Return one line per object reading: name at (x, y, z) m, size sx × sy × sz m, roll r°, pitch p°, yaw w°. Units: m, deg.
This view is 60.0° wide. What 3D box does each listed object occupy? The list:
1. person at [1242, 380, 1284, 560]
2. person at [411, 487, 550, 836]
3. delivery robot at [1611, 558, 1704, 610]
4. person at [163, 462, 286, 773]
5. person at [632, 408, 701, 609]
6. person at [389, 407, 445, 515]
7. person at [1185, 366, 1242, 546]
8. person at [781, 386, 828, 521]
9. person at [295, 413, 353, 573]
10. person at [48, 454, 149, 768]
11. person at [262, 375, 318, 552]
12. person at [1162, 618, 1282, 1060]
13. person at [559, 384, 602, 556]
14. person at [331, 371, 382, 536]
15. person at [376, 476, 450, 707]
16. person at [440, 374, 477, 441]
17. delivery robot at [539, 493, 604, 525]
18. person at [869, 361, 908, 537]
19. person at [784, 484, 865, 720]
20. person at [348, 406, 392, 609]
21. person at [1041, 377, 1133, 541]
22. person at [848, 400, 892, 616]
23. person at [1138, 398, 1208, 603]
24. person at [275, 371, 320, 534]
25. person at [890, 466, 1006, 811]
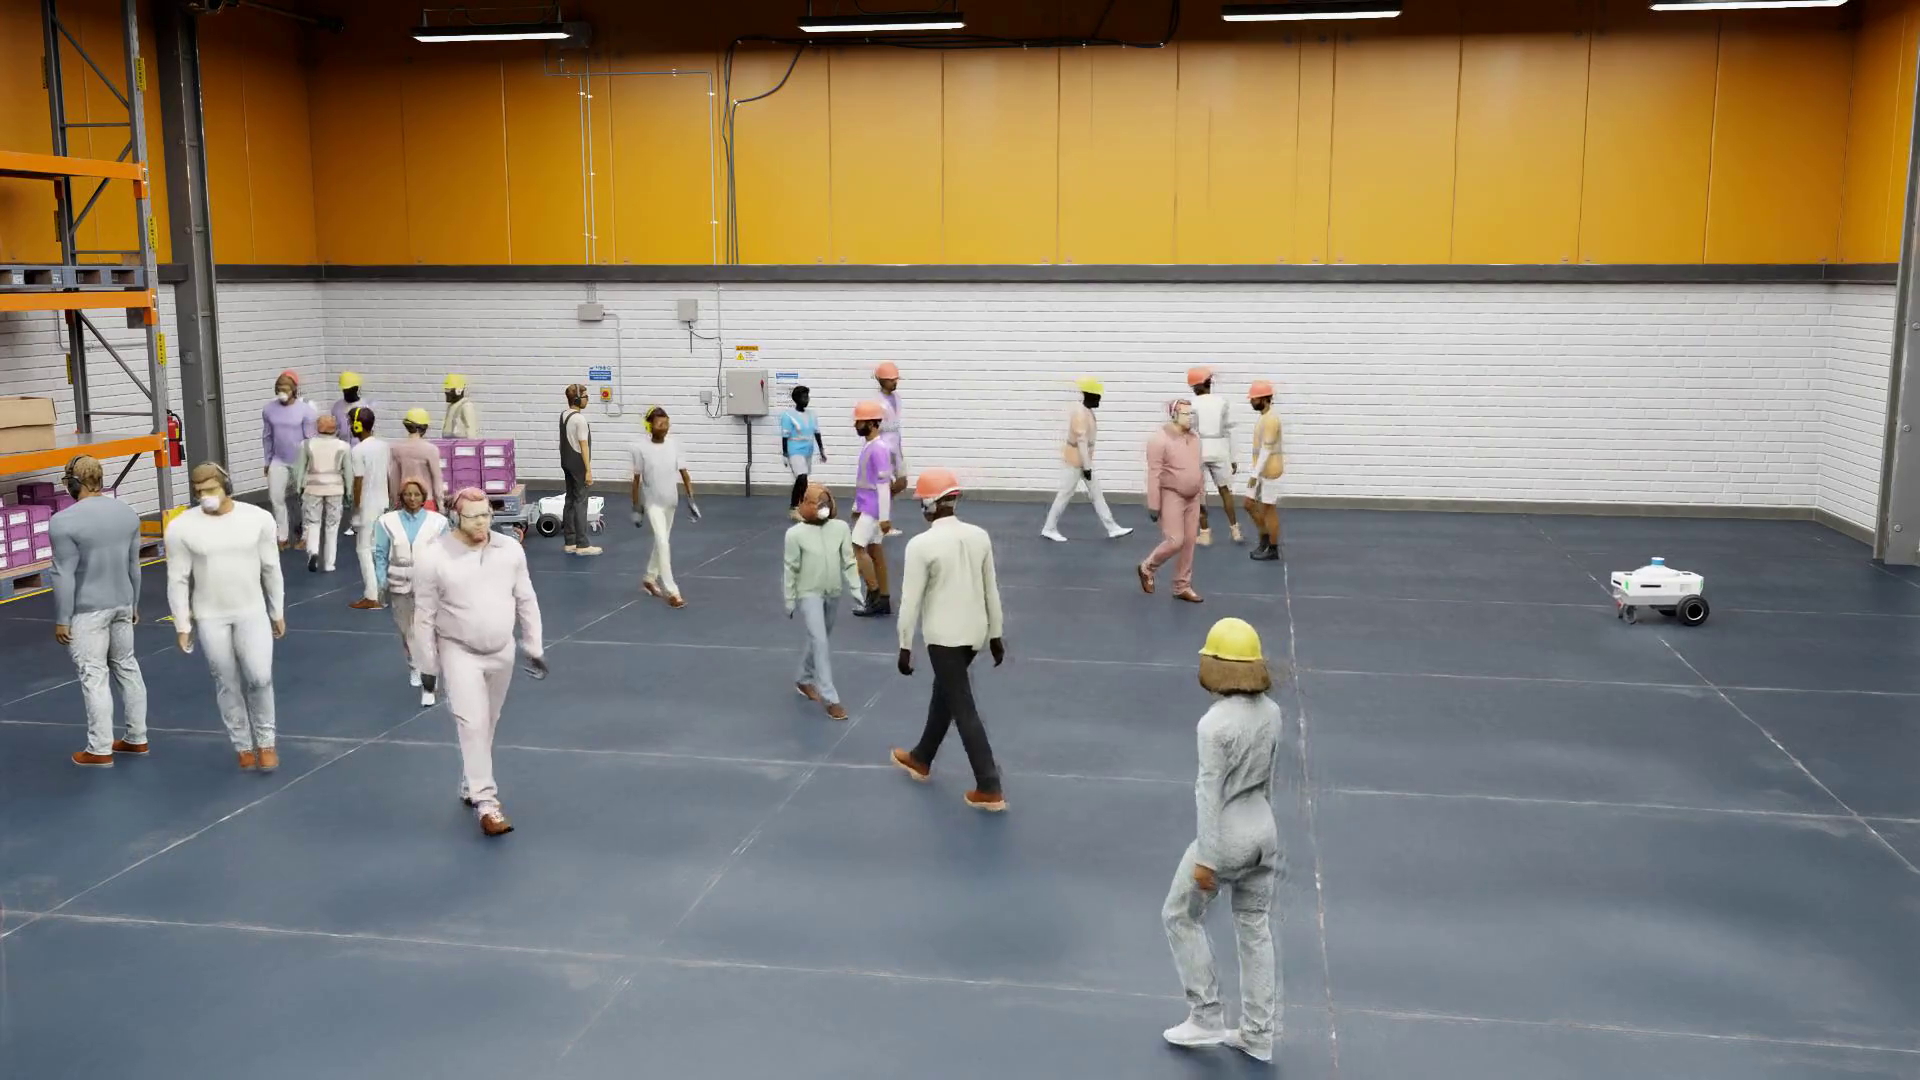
person at (3.175, -0.719, 17.438) m, size 0.476 × 1.912 × 0.539 m, roll -1°, pitch 9°, yaw -4°
person at (-2.556, 0.654, 9.070) m, size 0.927 × 1.868 × 0.644 m, roll 8°, pitch 12°, yaw 42°
delivery robot at (6.033, 0.397, 14.410) m, size 0.707 × 0.478 × 0.477 m, roll 0°, pitch 9°, yaw -1°
person at (-4.375, 0.484, 9.954) m, size 0.642 × 1.913 × 0.582 m, roll -4°, pitch 10°, yaw -25°
person at (-2.741, -0.315, 15.265) m, size 0.534 × 1.818 × 1.020 m, roll -7°, pitch 12°, yaw -37°
person at (-5.131, -0.380, 15.777) m, size 0.533 × 1.767 × 0.325 m, roll 2°, pitch 9°, yaw 13°
person at (2.756, -0.927, 18.445) m, size 0.749 × 2.004 × 0.421 m, roll -1°, pitch 9°, yaw -8°
person at (-1.850, -1.017, 20.031) m, size 0.769 × 1.668 × 0.550 m, roll 7°, pitch 12°, yaw 37°
person at (-6.370, -0.457, 16.678) m, size 0.556 × 1.617 × 0.504 m, roll -2°, pitch 9°, yaw -13°
person at (-5.292, 0.435, 10.238) m, size 0.368 × 1.932 × 0.623 m, roll 3°, pitch 10°, yaw 17°
person at (-7.252, -0.812, 17.960) m, size 0.677 × 1.921 × 0.724 m, roll 1°, pitch 9°, yaw 8°
person at (1.012, 1.149, 6.420) m, size 0.500 × 1.725 × 0.545 m, roll -9°, pitch 13°, yaw -43°
person at (-4.104, -0.756, 17.860) m, size 0.331 × 1.844 × 0.519 m, roll -8°, pitch 12°, yaw -40°
person at (-6.979, -1.017, 19.296) m, size 0.604 × 1.905 × 0.540 m, roll 1°, pitch 9°, yaw 7°
person at (-3.891, 0.324, 11.904) m, size 0.504 × 1.605 × 0.835 m, roll -2°, pitch 9°, yaw -10°
person at (-6.027, -1.091, 20.022) m, size 0.412 × 1.821 × 0.591 m, roll -6°, pitch 11°, yaw -34°
delivery robot at (-4.485, -0.377, 19.214) m, size 0.707 × 0.478 × 0.477 m, roll -1°, pitch 9°, yaw -4°
person at (-0.856, -1.042, 19.081) m, size 0.490 × 2.024 × 0.629 m, roll 5°, pitch 10°, yaw 28°
person at (-0.967, 0.395, 11.521) m, size 0.504 × 1.589 × 0.847 m, roll -7°, pitch 11°, yaw -37°
person at (-5.229, -0.278, 14.903) m, size 0.556 × 1.849 × 0.521 m, roll 2°, pitch 9°, yaw 10°
person at (1.390, -0.888, 18.632) m, size 1.043 × 1.877 × 0.630 m, roll 3°, pitch 10°, yaw 19°
person at (-0.819, -0.275, 14.643) m, size 0.496 × 1.919 × 0.554 m, roll -1°, pitch 9°, yaw -4°
person at (1.991, -0.369, 15.331) m, size 0.646 × 1.889 × 0.536 m, roll -8°, pitch 12°, yaw -40°
person at (-7.728, -1.017, 19.276) m, size 0.566 × 1.902 × 0.625 m, roll 3°, pitch 9°, yaw 15°
person at (-0.069, 0.548, 9.555) m, size 1.041 × 1.929 × 0.637 m, roll 9°, pitch 13°, yaw 43°
